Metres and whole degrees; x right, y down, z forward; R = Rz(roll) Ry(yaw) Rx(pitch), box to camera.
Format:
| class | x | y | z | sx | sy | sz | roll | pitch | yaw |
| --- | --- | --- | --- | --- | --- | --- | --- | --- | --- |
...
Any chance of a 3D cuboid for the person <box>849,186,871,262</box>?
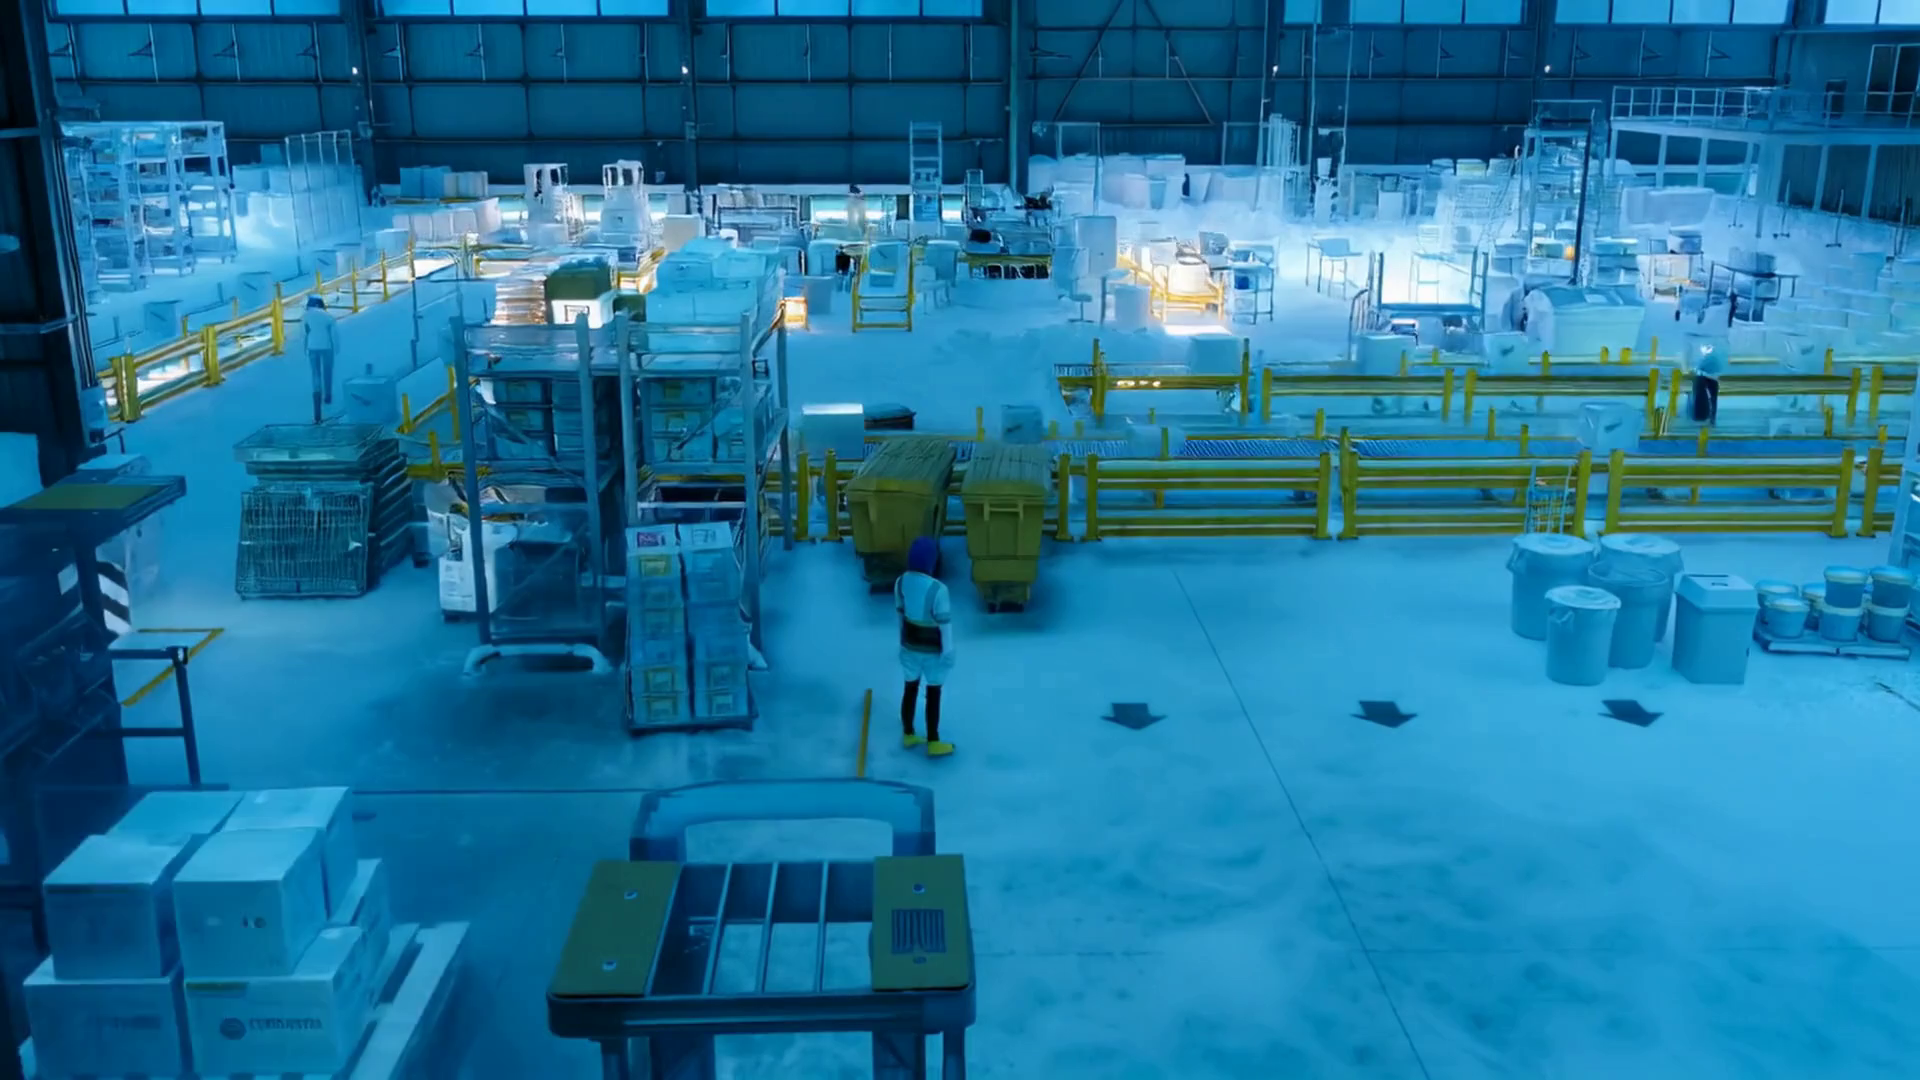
| class | x | y | z | sx | sy | sz | roll | pitch | yaw |
| --- | --- | --- | --- | --- | --- | --- | --- | --- | --- |
| person | -2.511 | -8.024 | 42.500 | 0.632 | 2.020 | 0.627 | -14 | 21 | -39 |

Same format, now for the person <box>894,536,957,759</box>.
| class | x | y | z | sx | sy | sz | roll | pitch | yaw |
| --- | --- | --- | --- | --- | --- | --- | --- | --- | --- |
| person | -0.262 | 0.797 | 12.416 | 0.535 | 1.697 | 0.318 | 14 | 21 | 40 |

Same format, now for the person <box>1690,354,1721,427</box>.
| class | x | y | z | sx | sy | sz | roll | pitch | yaw |
| --- | --- | --- | --- | --- | --- | --- | --- | --- | --- |
| person | 9.121 | -1.480 | 20.447 | 0.396 | 1.618 | 0.526 | -1 | 16 | -2 |

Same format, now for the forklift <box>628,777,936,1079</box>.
| class | x | y | z | sx | sy | sz | roll | pitch | yaw |
| --- | --- | --- | --- | --- | --- | --- | --- | --- | --- |
| forklift | -0.542 | 2.165 | 5.552 | 1.129 | 2.768 | 1.873 | -1 | 16 | -2 |

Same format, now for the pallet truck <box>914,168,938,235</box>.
| class | x | y | z | sx | sy | sz | roll | pitch | yaw |
| --- | --- | --- | --- | --- | --- | --- | --- | --- | --- |
| pallet truck | -0.989 | -10.316 | 50.507 | 0.823 | 1.965 | 1.885 | 1 | 16 | 3 |

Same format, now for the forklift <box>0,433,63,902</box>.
| class | x | y | z | sx | sy | sz | roll | pitch | yaw |
| --- | --- | --- | --- | --- | --- | --- | --- | --- | --- |
| forklift | -5.952 | 0.780 | 10.366 | 1.873 | 2.768 | 1.129 | 0 | 16 | -1 |

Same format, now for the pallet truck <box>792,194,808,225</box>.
| class | x | y | z | sx | sy | sz | roll | pitch | yaw |
| --- | --- | --- | --- | --- | --- | --- | --- | --- | --- |
| pallet truck | -4.814 | -9.883 | 50.259 | 0.704 | 1.261 | 1.522 | -1 | 16 | -3 |

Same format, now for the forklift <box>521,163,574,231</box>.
| class | x | y | z | sx | sy | sz | roll | pitch | yaw |
| --- | --- | --- | --- | --- | --- | --- | --- | --- | --- |
| forklift | -12.233 | -10.122 | 49.298 | 1.157 | 1.987 | 2.680 | 0 | 16 | -1 |

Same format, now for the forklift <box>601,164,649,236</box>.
| class | x | y | z | sx | sy | sz | roll | pitch | yaw |
| --- | --- | --- | --- | --- | --- | --- | --- | --- | --- |
| forklift | -9.948 | -10.127 | 49.296 | 1.157 | 1.987 | 2.680 | -1 | 16 | -3 |

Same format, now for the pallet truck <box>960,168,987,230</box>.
| class | x | y | z | sx | sy | sz | roll | pitch | yaw |
| --- | --- | --- | --- | --- | --- | --- | --- | --- | --- |
| pallet truck | 0.383 | -10.230 | 50.206 | 0.823 | 1.965 | 1.885 | -1 | 16 | -3 |

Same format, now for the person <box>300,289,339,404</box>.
| class | x | y | z | sx | sy | sz | roll | pitch | yaw |
| --- | --- | --- | --- | --- | --- | --- | --- | --- | --- |
| person | -9.693 | -2.914 | 25.198 | 0.543 | 1.752 | 0.485 | -5 | 17 | -17 |

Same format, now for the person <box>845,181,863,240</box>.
| class | x | y | z | sx | sy | sz | roll | pitch | yaw |
| --- | --- | --- | --- | --- | --- | --- | --- | --- | --- |
| person | -2.973 | -8.955 | 45.998 | 0.743 | 1.877 | 0.640 | -13 | 21 | -38 |

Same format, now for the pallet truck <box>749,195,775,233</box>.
| class | x | y | z | sx | sy | sz | roll | pitch | yaw |
| --- | --- | --- | --- | --- | --- | --- | --- | --- | --- |
| pallet truck | -6.051 | -9.967 | 50.660 | 0.680 | 1.201 | 1.601 | 0 | 16 | -1 |

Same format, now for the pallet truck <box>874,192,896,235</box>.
| class | x | y | z | sx | sy | sz | roll | pitch | yaw |
| --- | --- | --- | --- | --- | --- | --- | --- | --- | --- |
| pallet truck | -2.277 | -9.986 | 50.594 | 0.653 | 1.274 | 1.630 | 0 | 16 | -1 |
